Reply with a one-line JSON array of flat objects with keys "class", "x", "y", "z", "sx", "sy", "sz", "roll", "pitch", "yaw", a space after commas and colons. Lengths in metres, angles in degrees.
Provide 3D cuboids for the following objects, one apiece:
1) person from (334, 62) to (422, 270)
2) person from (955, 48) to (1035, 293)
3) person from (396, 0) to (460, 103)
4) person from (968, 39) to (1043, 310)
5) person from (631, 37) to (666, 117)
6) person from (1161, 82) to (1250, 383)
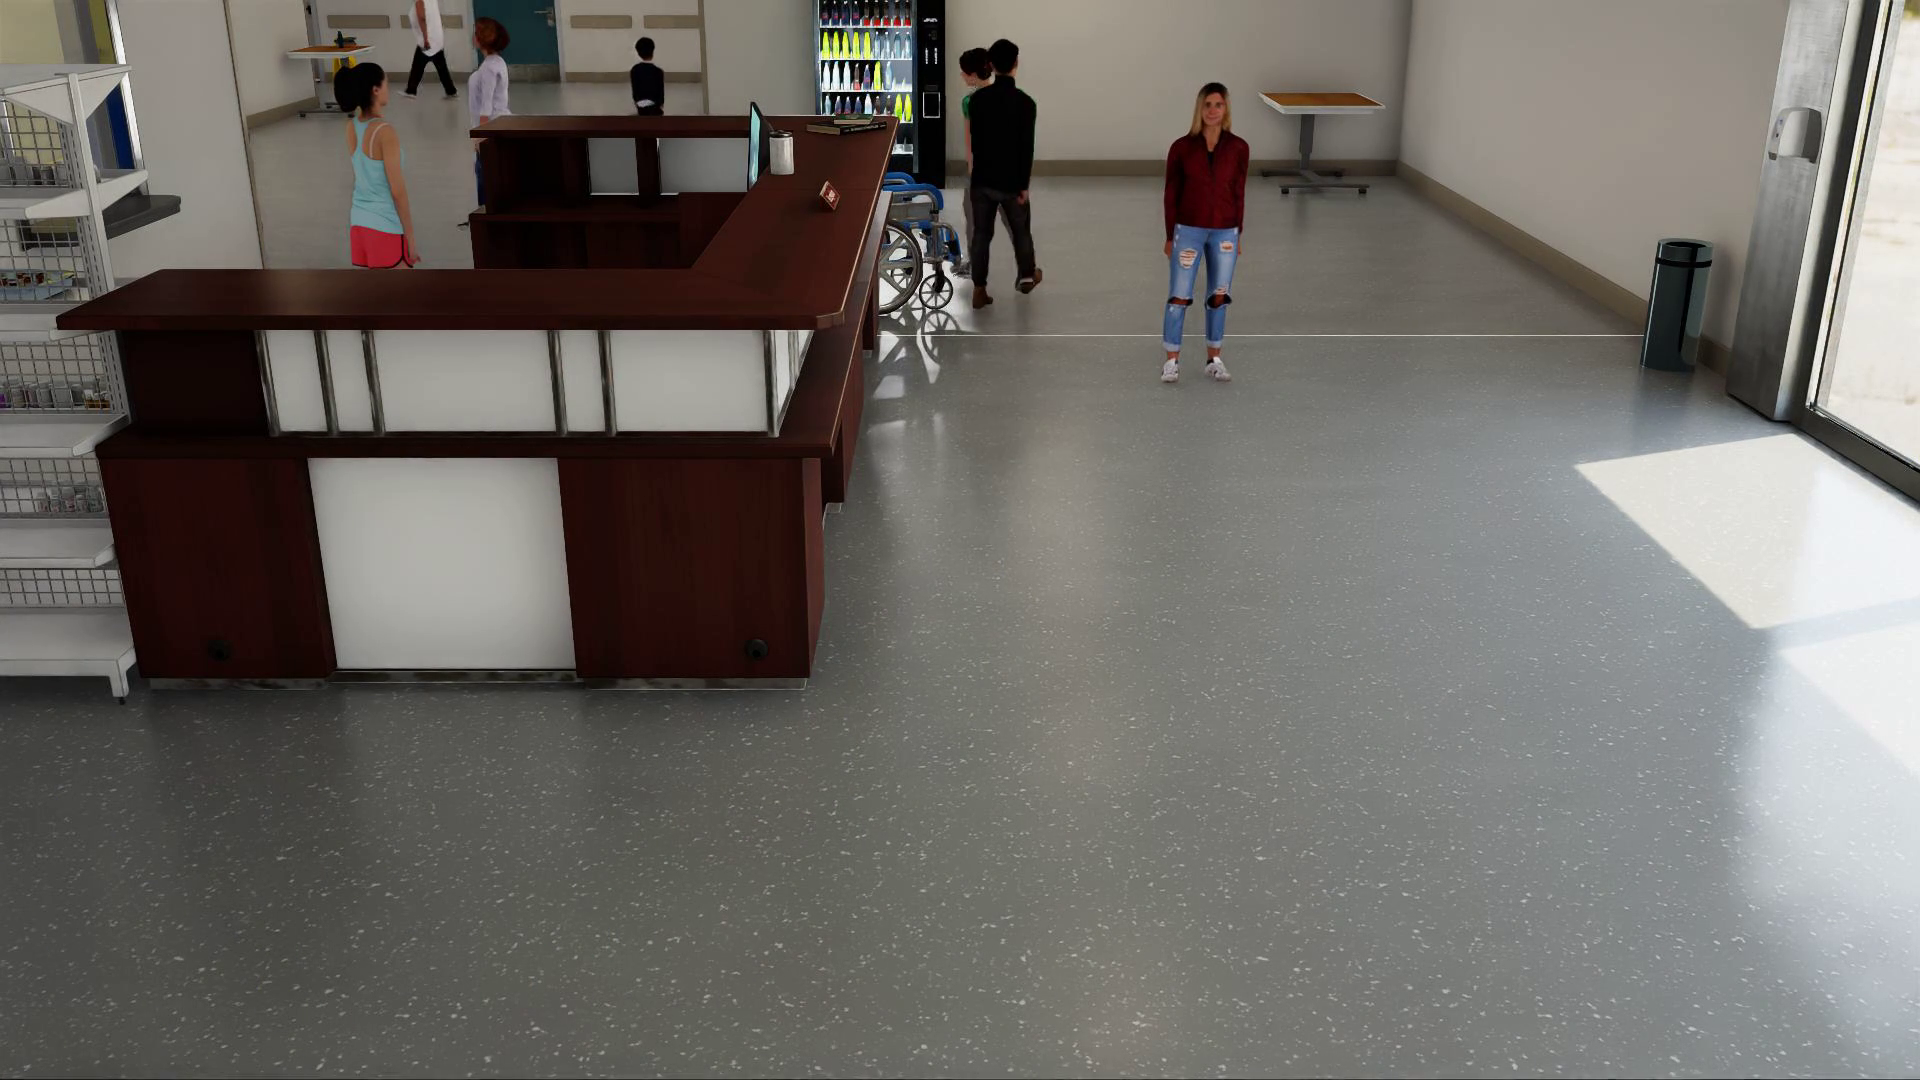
[{"class": "person", "x": -3.046, "y": -1.608, "z": 8.768, "sx": 0.644, "sy": 1.764, "sz": 0.719, "roll": 15, "pitch": 25, "yaw": 34}, {"class": "person", "x": 0.263, "y": -2.472, "z": 11.259, "sx": 1.178, "sy": 1.615, "sz": 1.102, "roll": -11, "pitch": 23, "yaw": -26}, {"class": "person", "x": -7.134, "y": -6.745, "z": 22.501, "sx": 1.126, "sy": 1.644, "sz": 0.813, "roll": 4, "pitch": 21, "yaw": 11}, {"class": "person", "x": 0.224, "y": -2.336, "z": 10.803, "sx": 1.068, "sy": 1.684, "sz": 0.939, "roll": 8, "pitch": 22, "yaw": 20}, {"class": "person", "x": -3.289, "y": -4.654, "z": 17.527, "sx": 0.462, "sy": 1.217, "sz": 0.566, "roll": -1, "pitch": 21, "yaw": -2}, {"class": "person", "x": 1.346, "y": -1.677, "z": 9.136, "sx": 0.464, "sy": 1.634, "sz": 0.676, "roll": -2, "pitch": 21, "yaw": -5}]
